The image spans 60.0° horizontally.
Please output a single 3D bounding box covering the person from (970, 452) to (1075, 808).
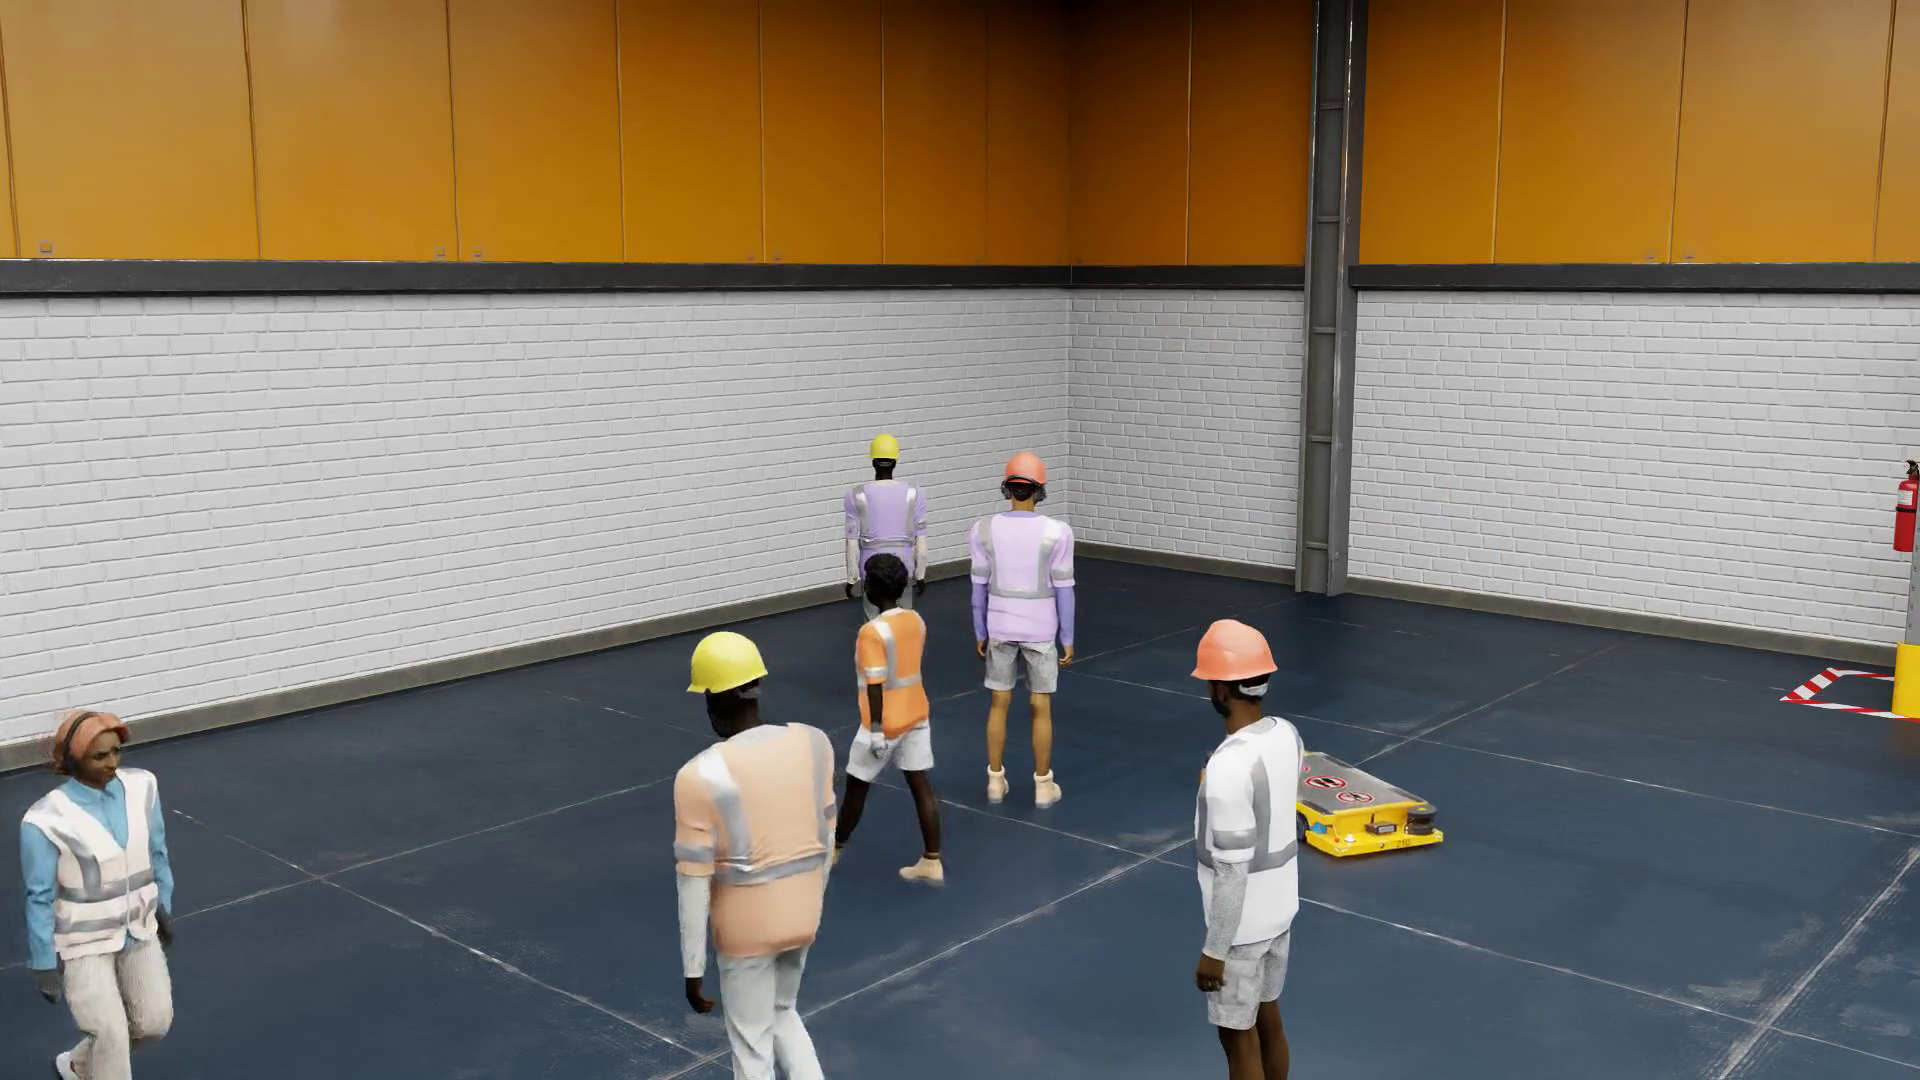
[{"bbox_3d":[0.365,0.512,9.530,0.609,2.034,0.393,3,9,16],"label":"person"}]

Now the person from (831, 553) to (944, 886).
[{"bbox_3d":[-0.425,0.883,8.331,0.849,1.655,0.551,6,11,32],"label":"person"}]

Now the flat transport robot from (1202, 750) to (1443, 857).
[{"bbox_3d":[1.990,1.426,9.303,0.652,0.197,1.431,-3,10,-21],"label":"flat transport robot"}]

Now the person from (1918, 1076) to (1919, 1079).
[{"bbox_3d":[2.629,1.443,4.250,0.532,1.851,0.423,-6,11,-35],"label":"person"}]

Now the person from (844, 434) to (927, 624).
[{"bbox_3d":[-0.525,0.217,11.710,0.585,1.928,0.368,-2,9,-11],"label":"person"}]

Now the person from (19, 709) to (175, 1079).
[{"bbox_3d":[-2.920,1.339,5.602,0.522,1.619,0.527,4,10,21],"label":"person"}]

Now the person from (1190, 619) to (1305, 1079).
[{"bbox_3d":[0.903,1.215,5.430,0.376,1.933,0.544,6,11,31],"label":"person"}]

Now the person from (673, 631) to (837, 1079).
[{"bbox_3d":[-0.659,1.238,5.374,0.614,1.900,0.493,-8,12,-40],"label":"person"}]
